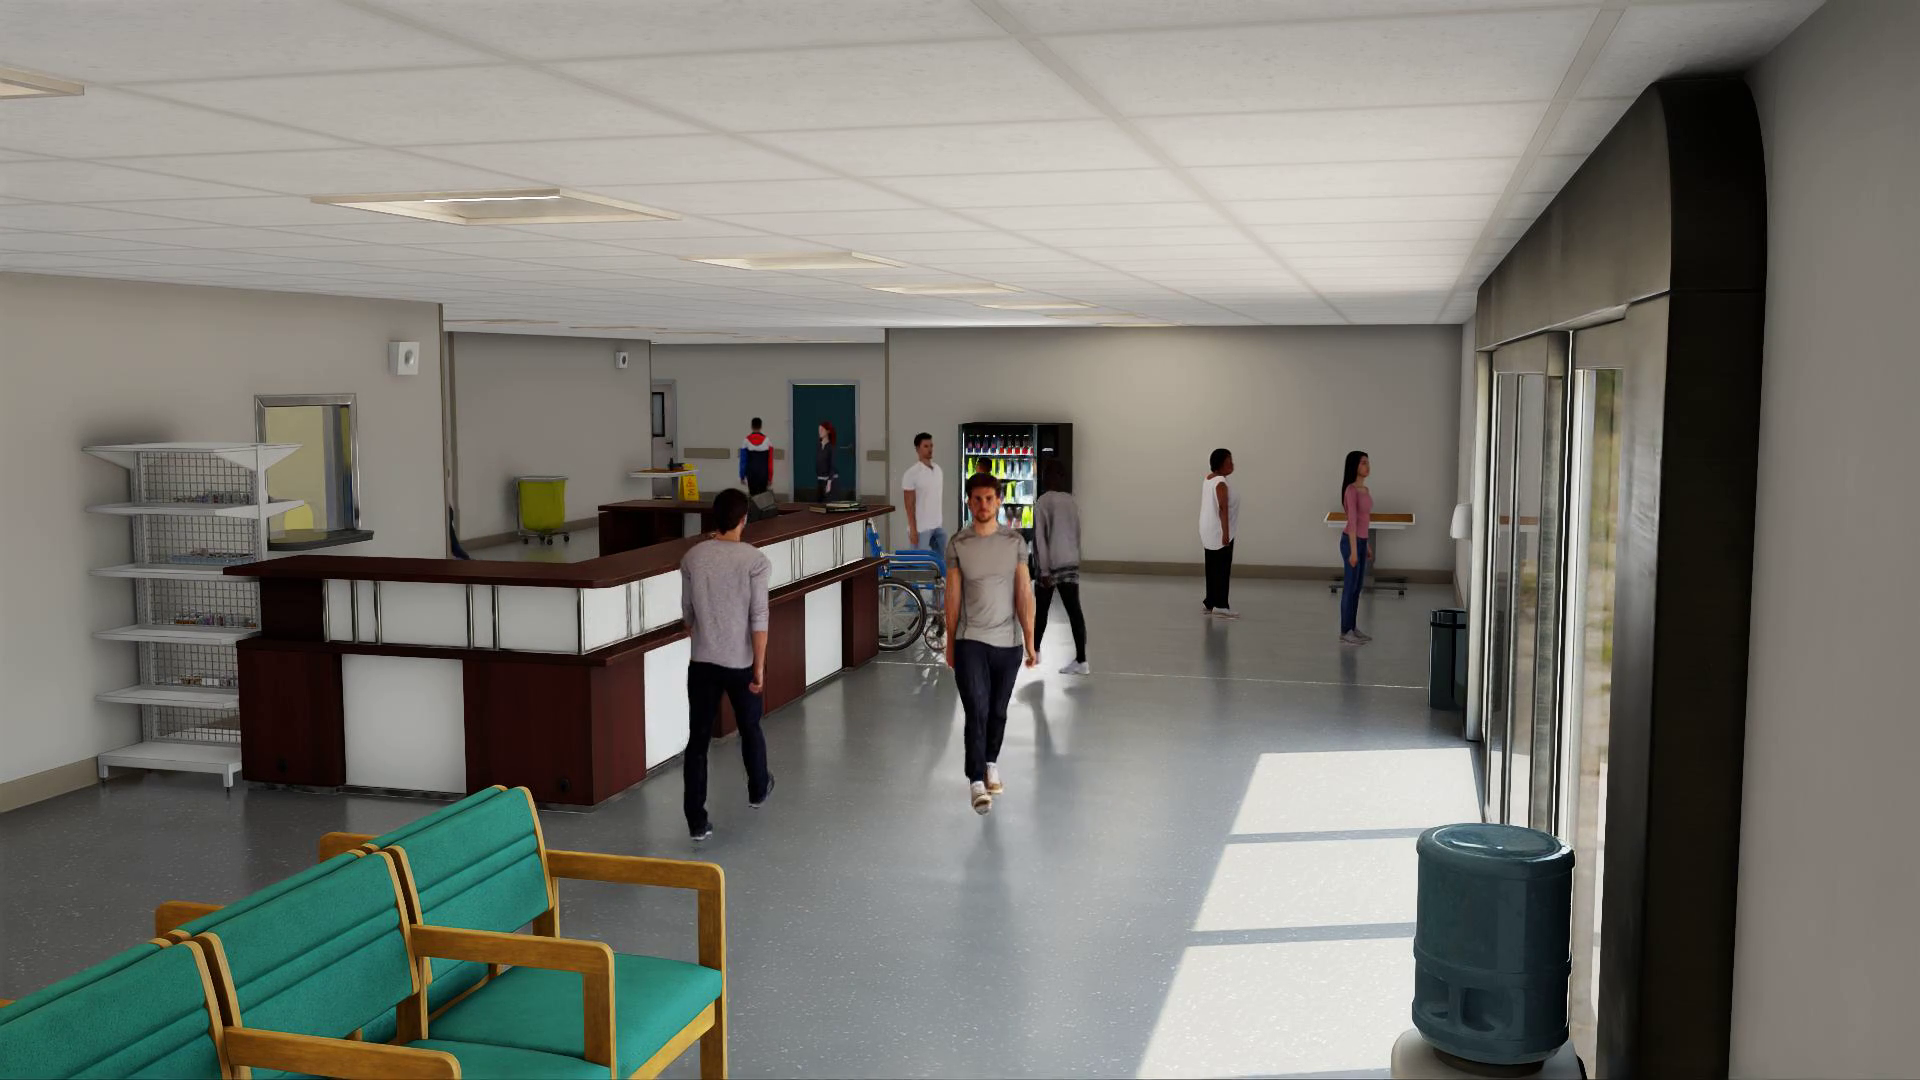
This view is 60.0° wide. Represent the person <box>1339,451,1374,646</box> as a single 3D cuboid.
[{"bbox_3d":[3.586,0.054,15.073,0.603,1.742,0.631,4,7,33],"label":"person"}]

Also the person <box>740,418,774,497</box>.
[{"bbox_3d":[-3.075,-0.957,25.288,1.186,1.709,1.127,-2,6,-18],"label":"person"}]

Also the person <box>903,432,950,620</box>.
[{"bbox_3d":[-0.391,-0.122,16.345,0.945,1.838,0.870,5,8,43],"label":"person"}]

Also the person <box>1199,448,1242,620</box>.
[{"bbox_3d":[2.615,-0.081,16.683,0.749,1.687,0.751,-1,6,-10],"label":"person"}]

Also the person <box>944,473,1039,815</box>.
[{"bbox_3d":[0.159,0.579,9.355,1.213,1.842,1.006,-1,6,-7],"label":"person"}]

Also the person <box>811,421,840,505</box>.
[{"bbox_3d":[-1.776,-0.766,23.112,0.855,1.765,0.797,-4,7,-37],"label":"person"}]

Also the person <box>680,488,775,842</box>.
[{"bbox_3d":[-1.267,0.681,8.633,1.182,1.783,0.875,1,6,5],"label":"person"}]

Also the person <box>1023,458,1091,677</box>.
[{"bbox_3d":[0.834,0.257,13.225,1.111,1.707,1.221,-5,7,-38],"label":"person"}]
